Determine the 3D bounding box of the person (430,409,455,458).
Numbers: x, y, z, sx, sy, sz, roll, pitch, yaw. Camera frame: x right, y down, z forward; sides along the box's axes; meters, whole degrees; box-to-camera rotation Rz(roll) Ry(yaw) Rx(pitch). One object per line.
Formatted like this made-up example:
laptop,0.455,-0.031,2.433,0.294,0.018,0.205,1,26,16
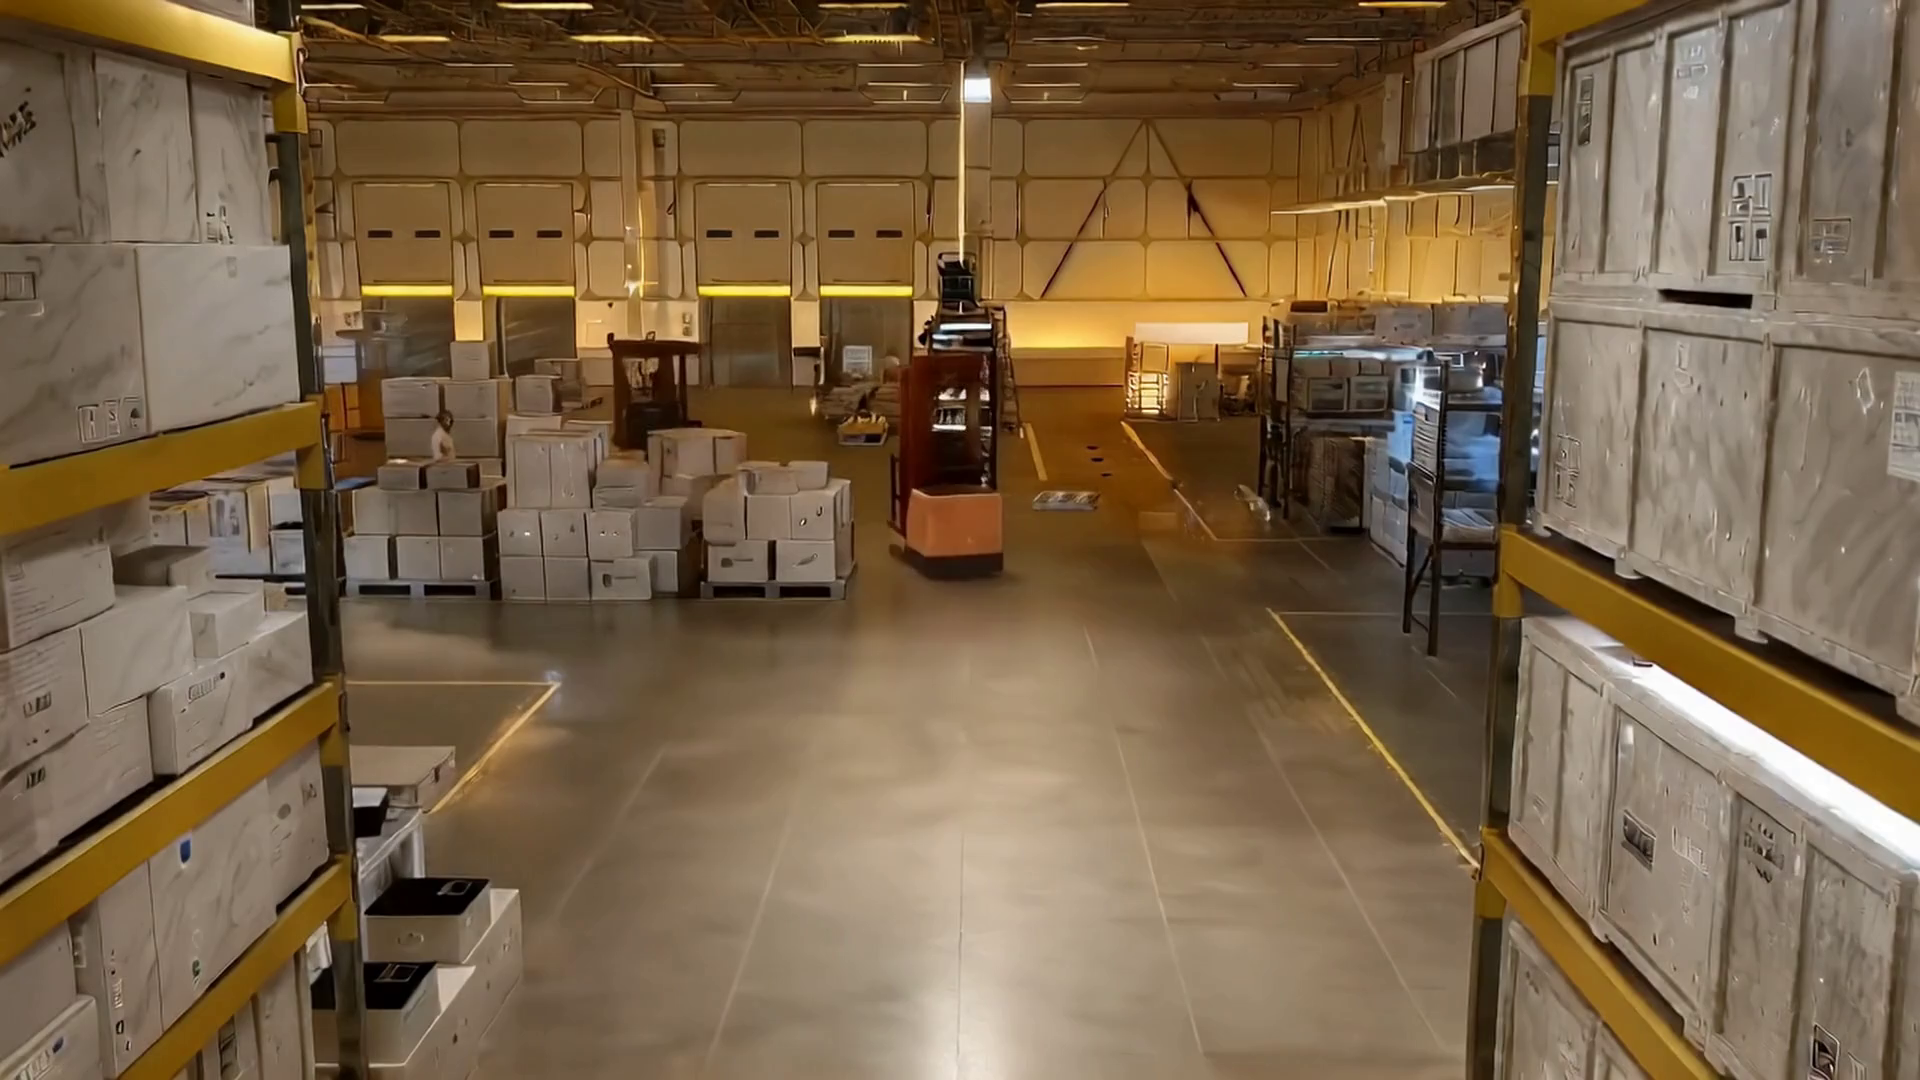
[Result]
person,-7.296,-0.890,23.550,0.353,1.937,0.635,-1,10,-6

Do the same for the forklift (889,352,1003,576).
forklift,-0.179,-1.049,21.756,1.129,2.768,1.873,-3,10,-16

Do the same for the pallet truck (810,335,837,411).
pallet truck,-3.021,-4.312,43.126,1.885,1.965,0.823,3,10,17

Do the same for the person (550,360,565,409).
person,-8.258,-2.730,34.167,0.361,1.940,0.543,-2,10,-11

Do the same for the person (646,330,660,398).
person,-8.740,-4.999,47.292,0.389,1.930,0.544,-9,13,-42

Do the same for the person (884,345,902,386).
person,-1.543,-3.711,39.869,0.446,1.924,0.658,-8,12,-38

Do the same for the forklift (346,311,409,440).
forklift,-12.810,-3.738,37.268,1.129,2.768,1.873,5,11,24

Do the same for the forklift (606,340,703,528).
forklift,-4.729,-1.598,24.923,1.129,2.768,1.873,-6,12,-33
